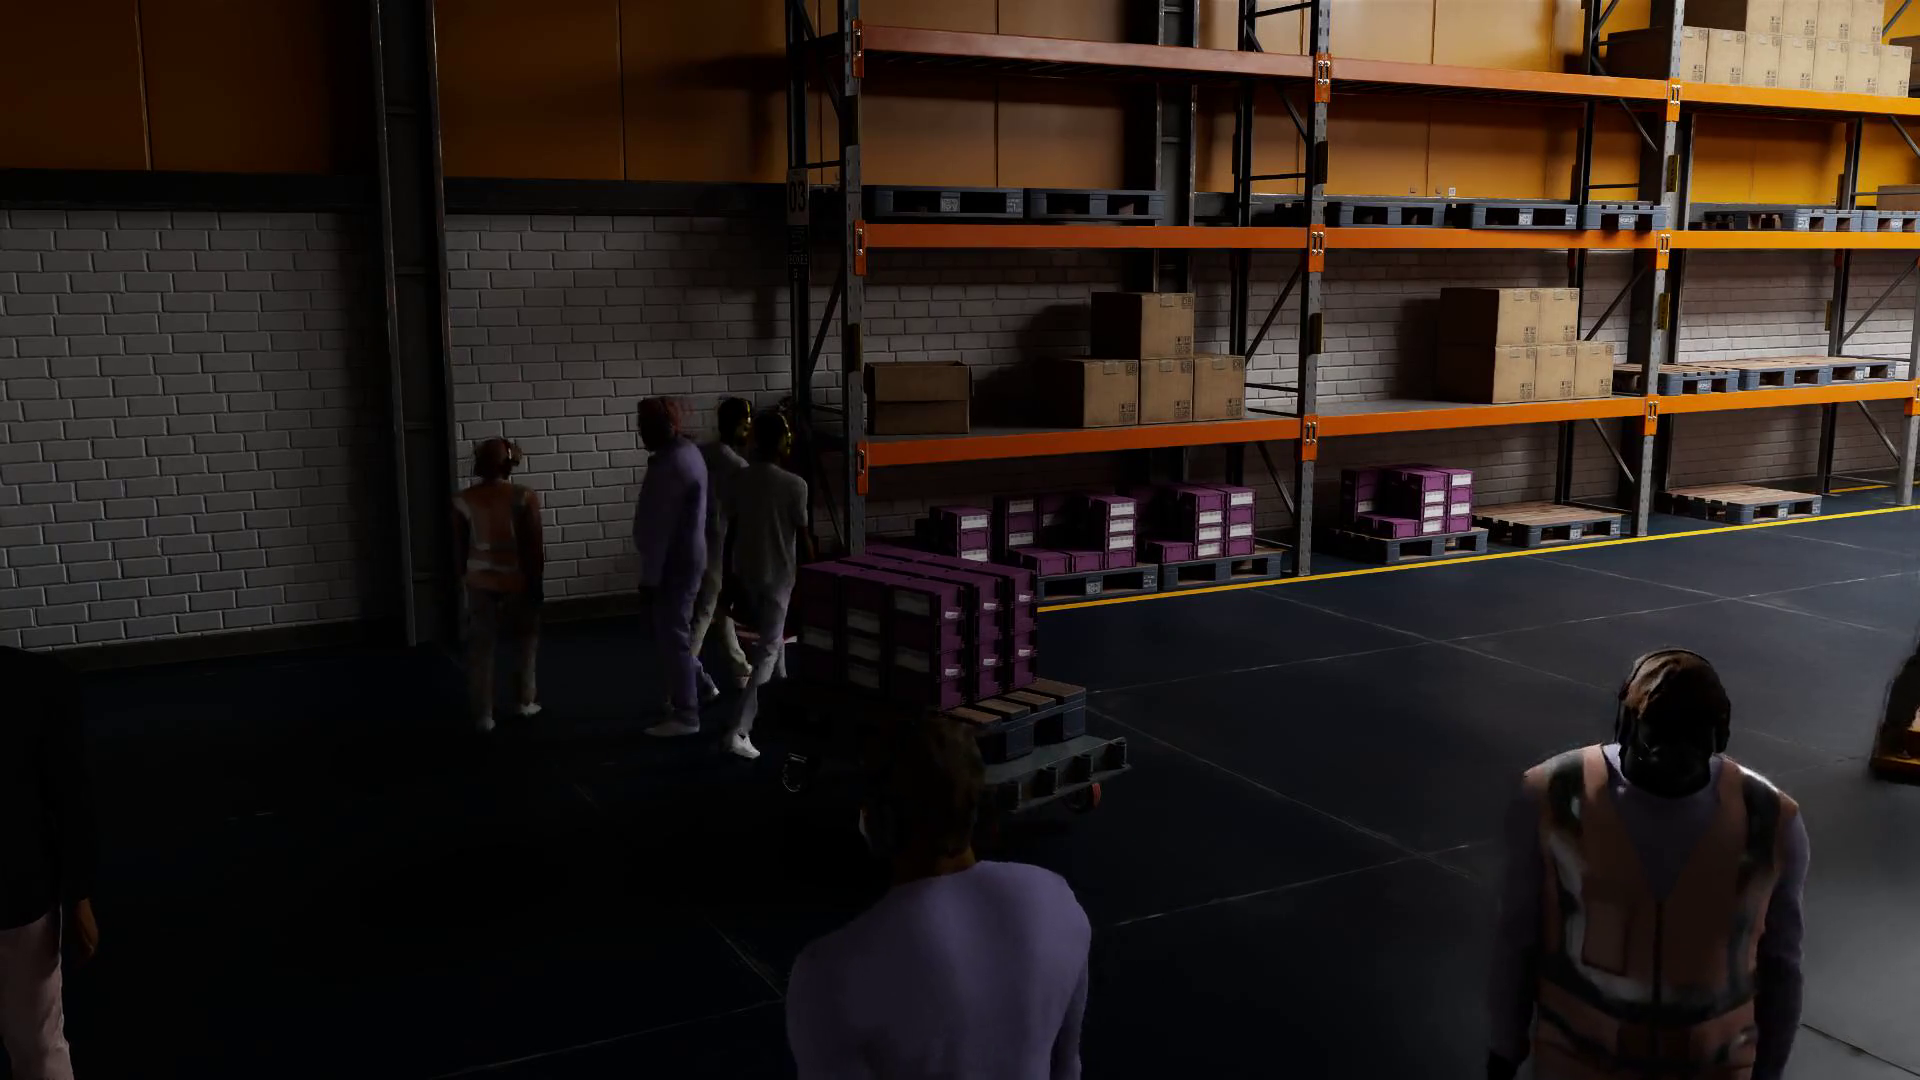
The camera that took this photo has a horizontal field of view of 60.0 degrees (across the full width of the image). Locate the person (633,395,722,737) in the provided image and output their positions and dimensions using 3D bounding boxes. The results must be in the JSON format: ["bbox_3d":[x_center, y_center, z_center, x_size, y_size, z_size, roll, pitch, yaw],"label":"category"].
[{"bbox_3d":[-1.587,0.154,9.033,0.426,1.881,0.646,0,10,-1],"label":"person"}]

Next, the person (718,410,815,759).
[{"bbox_3d":[-1.032,0.219,8.862,0.539,1.818,0.986,5,11,27],"label":"person"}]

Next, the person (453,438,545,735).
[{"bbox_3d":[-2.532,0.245,9.191,0.549,1.620,0.583,0,10,2],"label":"person"}]

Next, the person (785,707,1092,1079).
[{"bbox_3d":[0.005,1.220,2.856,0.647,1.902,1.012,-8,12,-38],"label":"person"}]

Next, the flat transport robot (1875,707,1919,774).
[{"bbox_3d":[5.297,0.998,8.788,0.652,0.197,1.431,7,12,34],"label":"flat transport robot"}]

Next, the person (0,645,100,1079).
[{"bbox_3d":[-2.522,0.930,4.230,0.612,1.991,0.392,-4,10,-19],"label":"person"}]

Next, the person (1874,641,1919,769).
[{"bbox_3d":[5.096,0.284,8.249,0.866,1.886,0.687,2,10,11],"label":"person"}]

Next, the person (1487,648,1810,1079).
[{"bbox_3d":[1.496,1.109,3.668,0.643,1.826,0.545,3,10,16],"label":"person"}]

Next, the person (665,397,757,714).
[{"bbox_3d":[-1.368,0.076,9.678,0.926,1.801,0.588,-9,13,-41],"label":"person"}]
